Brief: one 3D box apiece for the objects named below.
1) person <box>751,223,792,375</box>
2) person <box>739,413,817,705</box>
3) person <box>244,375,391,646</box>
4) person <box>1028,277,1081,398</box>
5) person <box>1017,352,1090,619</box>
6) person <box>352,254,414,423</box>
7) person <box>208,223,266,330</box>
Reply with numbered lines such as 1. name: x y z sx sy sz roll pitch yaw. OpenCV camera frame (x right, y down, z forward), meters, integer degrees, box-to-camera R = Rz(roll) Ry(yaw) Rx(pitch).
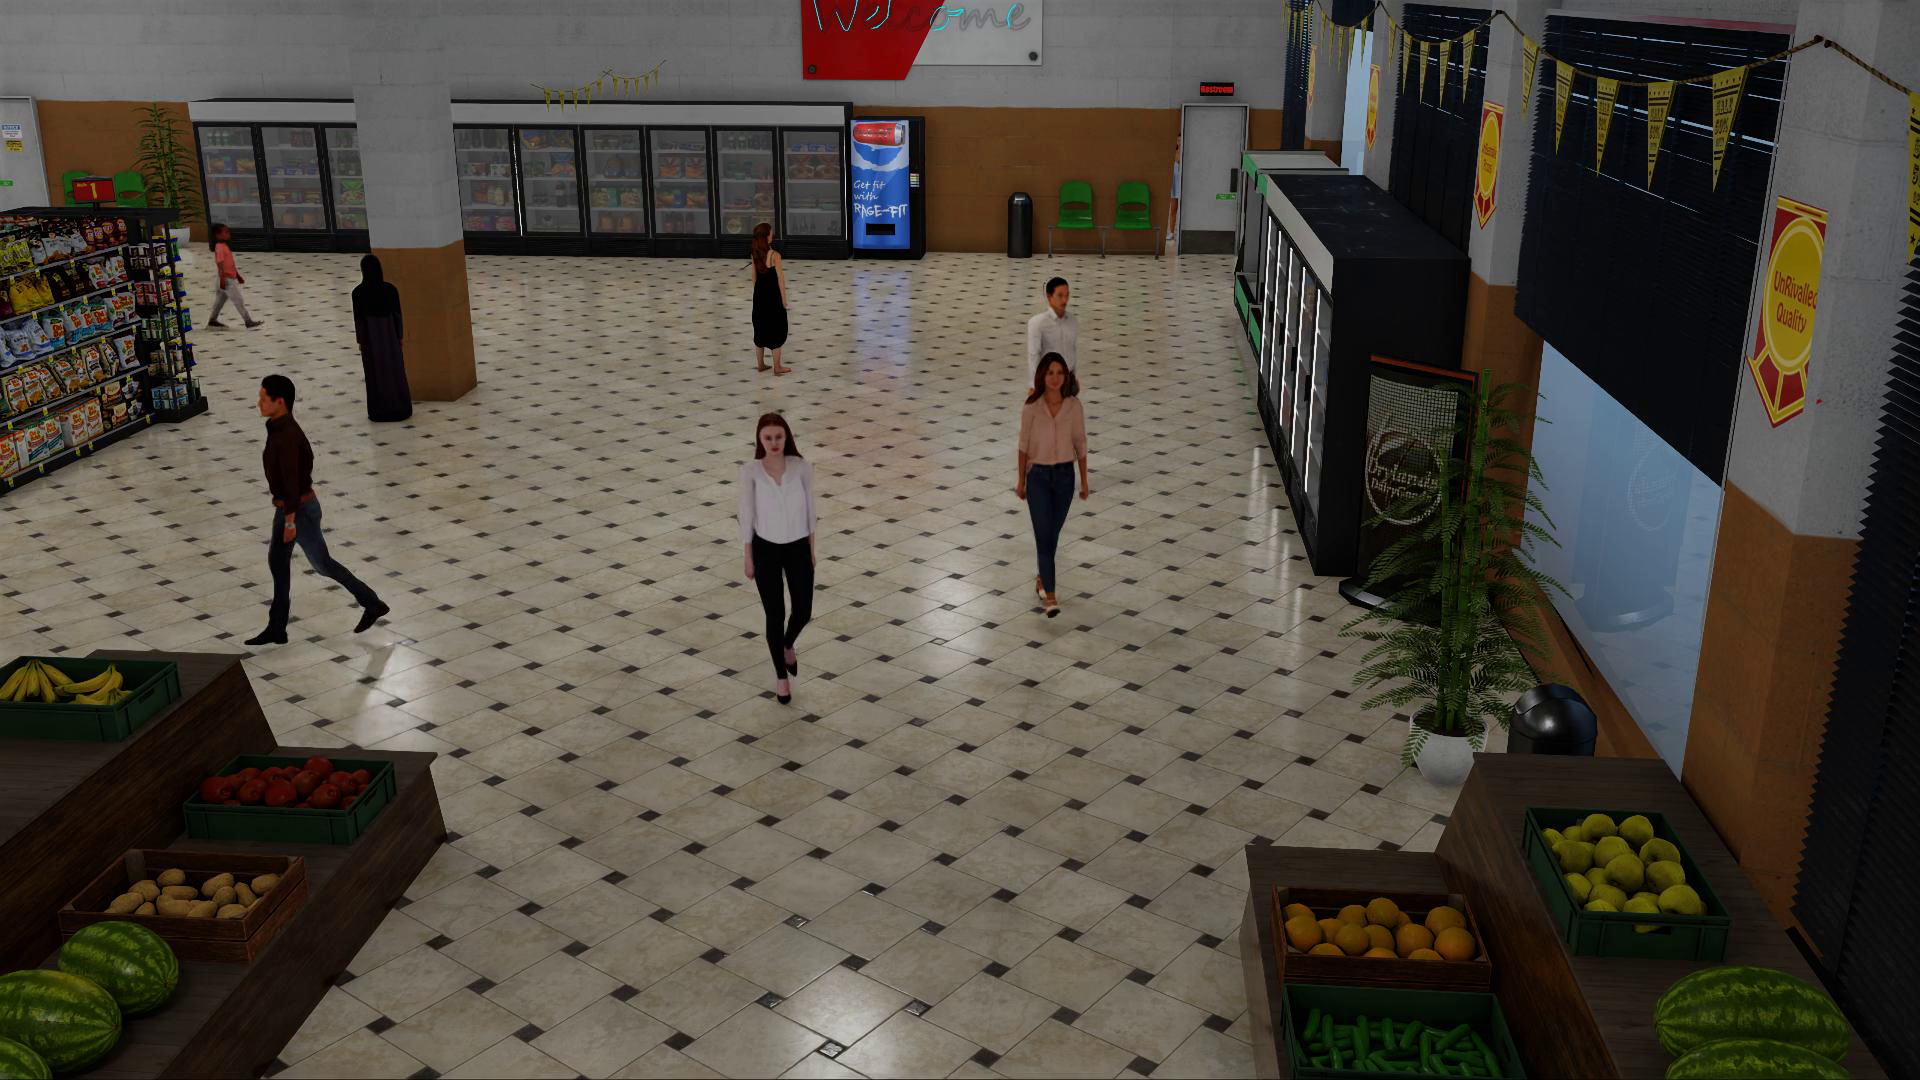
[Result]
1. person: -2.088 -2.623 18.028 0.659 1.625 0.693 11 22 30
2. person: -1.061 0.093 9.784 0.717 1.746 0.773 -4 19 -13
3. person: -4.111 -0.174 10.578 1.160 1.745 1.174 -11 22 -31
4. person: 0.773 -1.278 13.752 0.735 1.809 0.765 -12 22 -32
5. person: 0.594 -0.403 11.233 0.797 1.759 1.096 -3 19 -10
6. person: -5.601 -1.953 16.054 0.692 1.616 0.715 -7 20 -19
7. person: -8.988 -3.180 20.214 0.743 1.283 0.884 -4 19 -12
